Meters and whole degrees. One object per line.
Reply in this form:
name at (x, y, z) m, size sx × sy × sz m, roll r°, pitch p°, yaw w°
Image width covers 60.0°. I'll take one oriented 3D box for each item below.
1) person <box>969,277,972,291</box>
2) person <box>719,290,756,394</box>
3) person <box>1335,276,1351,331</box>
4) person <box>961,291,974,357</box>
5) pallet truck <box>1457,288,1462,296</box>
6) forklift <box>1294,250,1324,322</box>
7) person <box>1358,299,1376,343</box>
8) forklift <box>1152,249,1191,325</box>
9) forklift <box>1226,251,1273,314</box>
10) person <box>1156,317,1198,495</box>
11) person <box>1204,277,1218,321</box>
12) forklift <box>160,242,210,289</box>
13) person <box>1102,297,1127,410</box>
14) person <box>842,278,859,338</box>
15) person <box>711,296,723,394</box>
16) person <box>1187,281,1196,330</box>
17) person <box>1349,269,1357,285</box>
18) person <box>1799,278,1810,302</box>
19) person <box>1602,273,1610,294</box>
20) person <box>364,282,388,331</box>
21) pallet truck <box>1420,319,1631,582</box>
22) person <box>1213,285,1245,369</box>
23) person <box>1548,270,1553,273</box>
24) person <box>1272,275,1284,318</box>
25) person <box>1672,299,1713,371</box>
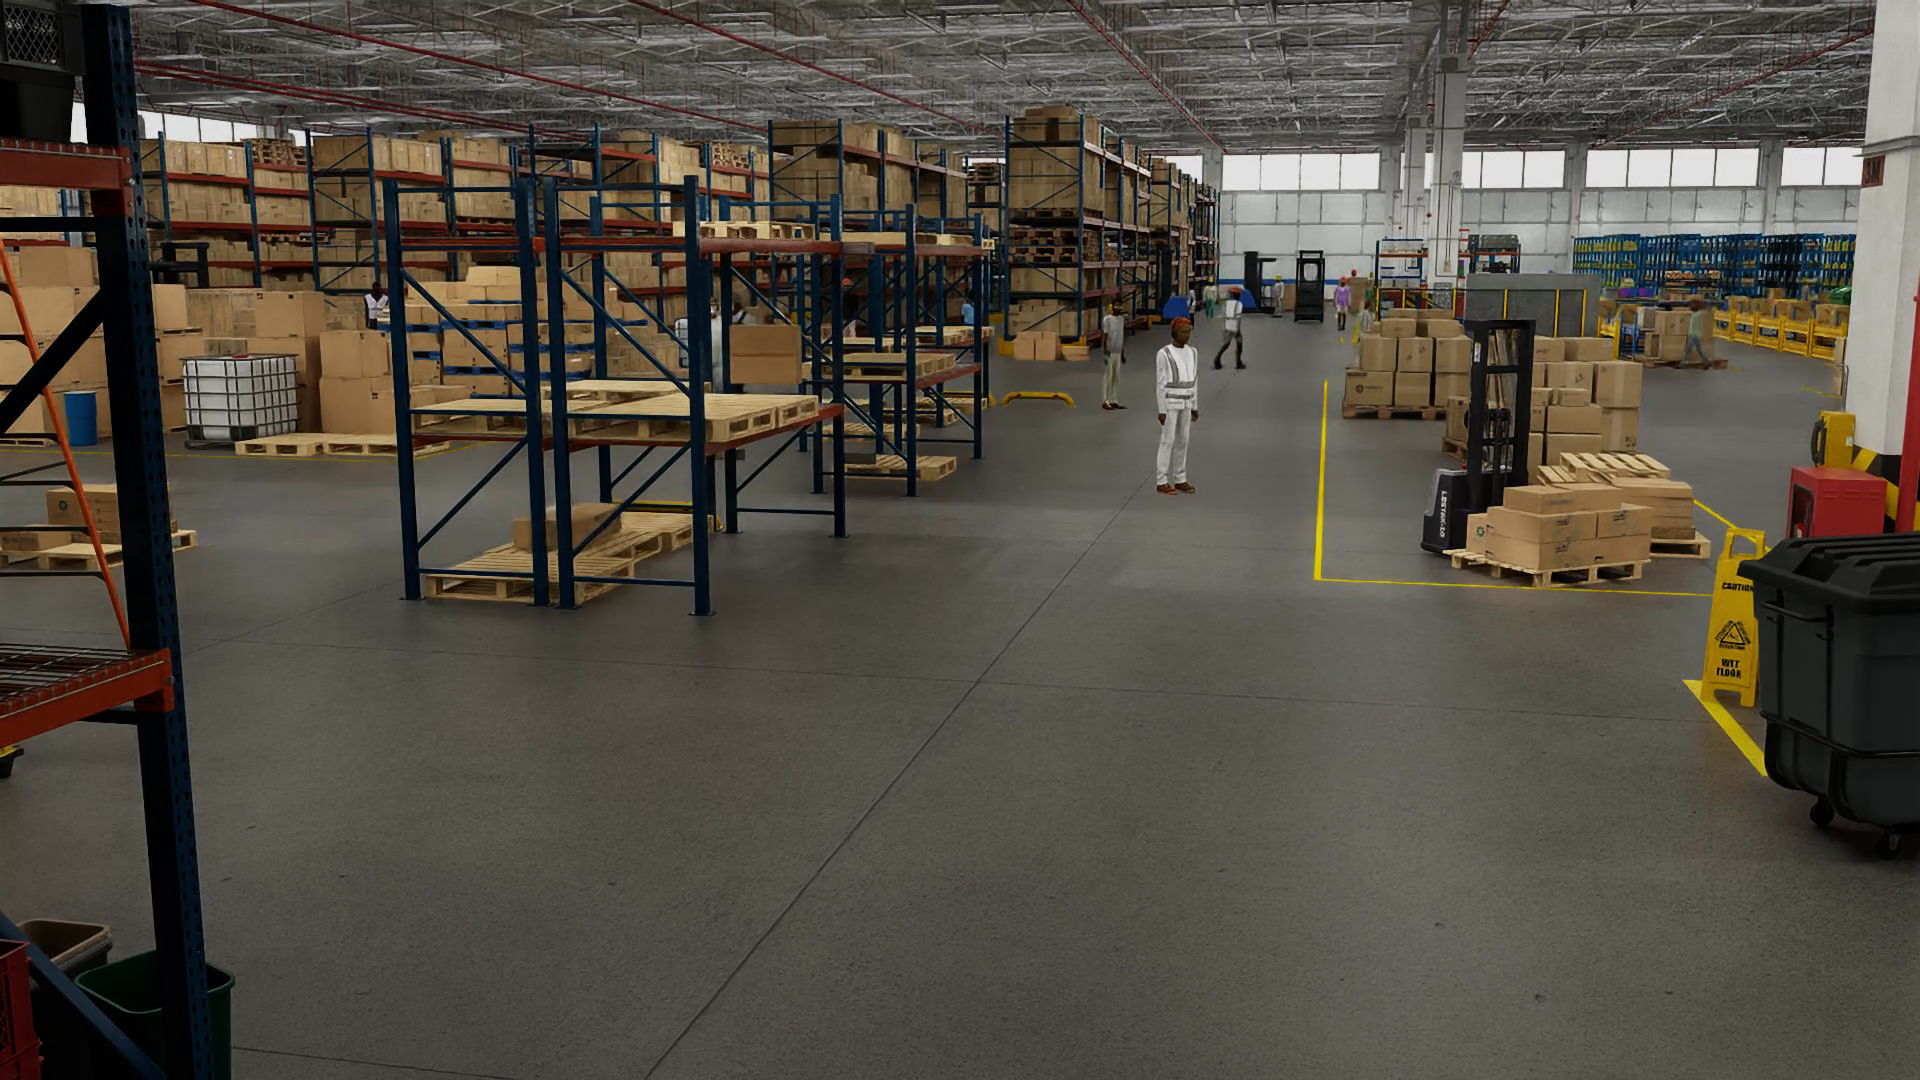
person at (0.736, -12.774, 84.741) m, size 0.554 × 1.891 × 0.939 m, roll 2°, pitch 10°, yaw 11°
person at (-3.549, -2.981, 26.341) m, size 0.688 × 2.000 × 0.951 m, roll 3°, pitch 10°, yaw 18°
person at (13.266, -8.190, 57.632) m, size 0.549 × 1.906 × 0.906 m, roll 3°, pitch 10°, yaw 17°
person at (0.303, -5.430, 41.888) m, size 0.548 × 1.677 × 0.489 m, roll -4°, pitch 10°, yaw -23°
pallet truck at (20.506, -9.785, 68.819) m, size 0.653 × 1.274 × 1.630 m, roll 2°, pitch 10°, yaw 12°
forklift at (13.778, -10.002, 65.433) m, size 1.129 × 2.768 × 1.873 m, roll 2°, pitch 10°, yaw 12°
person at (8.667, -4.288, 35.265) m, size 0.547 × 1.625 × 0.388 m, roll -9°, pitch 13°, yaw -43°
forklift at (7.646, -9.320, 61.395) m, size 1.873 × 2.768 × 1.129 m, roll 2°, pitch 10°, yaw 11°
forklift at (12.929, -11.493, 74.265) m, size 1.873 × 2.768 × 1.129 m, roll -2°, pitch 10°, yaw -9°
person at (2.287, -1.409, 17.536) m, size 0.568 × 1.878 × 0.351 m, roll -8°, pitch 13°, yaw -41°
person at (10.109, -9.710, 67.050) m, size 0.535 × 1.757 × 0.434 m, roll 1°, pitch 10°, yaw 4°
forklift at (-16.063, -4.810, 34.690) m, size 1.129 × 2.768 × 1.873 m, roll 2°, pitch 10°, yaw 12°
person at (2.554, -3.072, 27.409) m, size 0.332 × 1.864 × 0.514 m, roll 9°, pitch 13°, yaw 43°
person at (-2.830, -5.532, 41.581) m, size 0.609 × 1.996 × 0.383 m, roll -2°, pitch 10°, yaw -14°
person at (-3.644, -2.604, 24.412) m, size 0.628 × 1.940 × 0.373 m, roll -5°, pitch 11°, yaw -26°
person at (8.120, -8.234, 58.461) m, size 0.315 × 1.696 × 0.541 m, roll 1°, pitch 10°, yaw 8°
person at (18.631, -11.832, 78.888) m, size 0.390 × 1.995 × 0.613 m, roll -1°, pitch 10°, yaw -6°
person at (33.488, -9.507, 65.858) m, size 0.522 × 1.748 × 0.547 m, roll 0°, pitch 10°, yaw 2°
person at (31.505, -12.103, 81.126) m, size 0.933 × 1.791 × 0.612 m, roll 1°, pitch 10°, yaw 4°
person at (-14.625, -5.516, 41.747) m, size 0.587 × 1.911 × 0.397 m, roll -5°, pitch 11°, yaw -26°
pallet truck at (4.543, -0.757, 13.299) m, size 0.823 × 1.965 × 1.885 m, roll -4°, pitch 10°, yaw -22°
person at (6.089, -4.786, 37.476) m, size 0.884 × 1.904 × 0.544 m, roll -8°, pitch 12°, yaw -39°
person at (28.114, -11.864, 79.223) m, size 0.610 × 1.943 × 0.403 m, roll -2°, pitch 10°, yaw -9°
person at (13.435, -10.282, 70.219) m, size 0.403 × 1.823 × 0.586 m, roll -4°, pitch 10°, yaw -22°
person at (16.359, -4.549, 36.942) m, size 0.845 × 1.596 × 0.516 m, roll 3°, pitch 10°, yaw 18°
